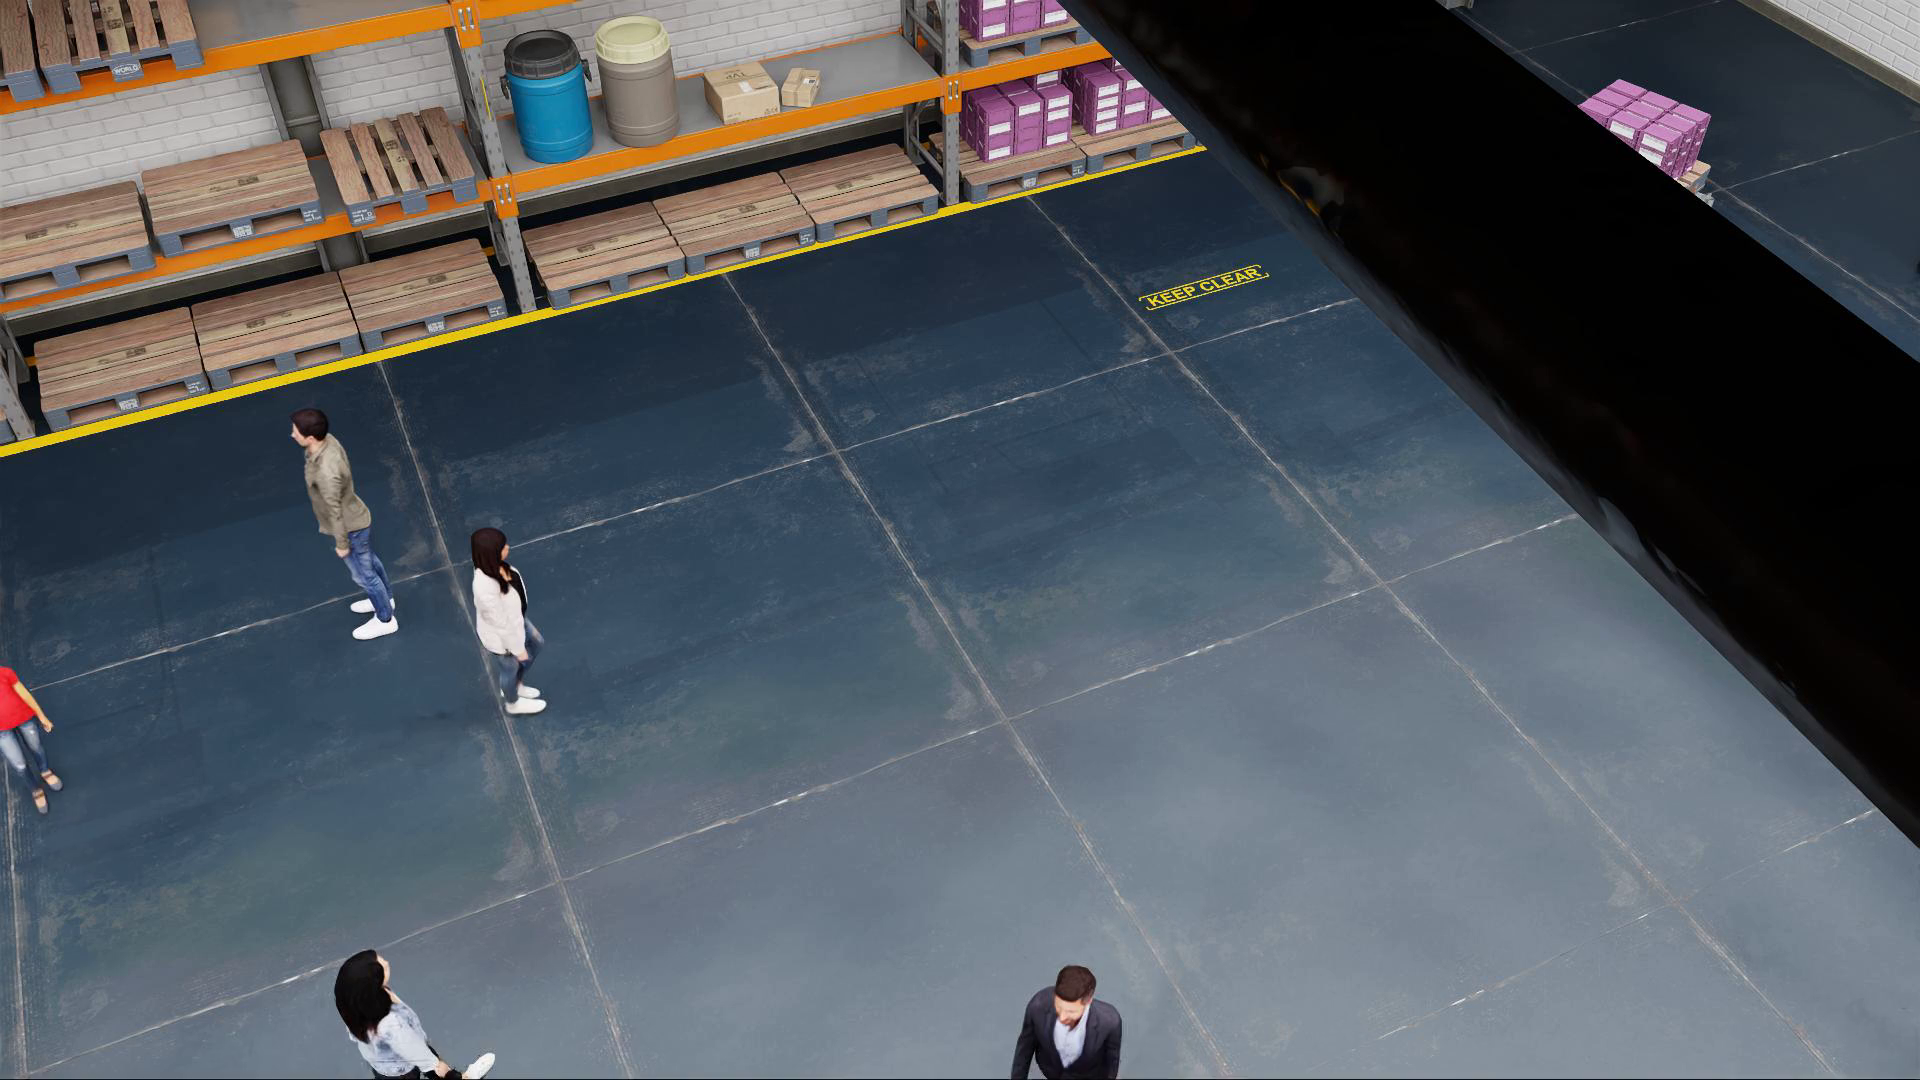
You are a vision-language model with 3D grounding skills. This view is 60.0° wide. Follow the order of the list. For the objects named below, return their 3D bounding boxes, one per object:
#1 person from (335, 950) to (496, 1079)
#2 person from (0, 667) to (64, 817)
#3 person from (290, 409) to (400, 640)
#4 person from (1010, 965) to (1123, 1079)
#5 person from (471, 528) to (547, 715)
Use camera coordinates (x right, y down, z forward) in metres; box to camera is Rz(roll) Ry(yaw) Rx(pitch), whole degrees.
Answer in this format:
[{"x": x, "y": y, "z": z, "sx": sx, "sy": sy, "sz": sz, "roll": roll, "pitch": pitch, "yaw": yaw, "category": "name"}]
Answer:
[{"x": -2.863, "y": 2.634, "z": 8.226, "sx": 0.887, "sy": 1.674, "sz": 1.093, "roll": 30, "pitch": 51, "yaw": 27, "category": "person"}, {"x": -5.804, "y": 1.070, "z": 10.138, "sx": 0.635, "sy": 1.301, "sz": 0.588, "roll": 34, "pitch": 53, "yaw": 31, "category": "person"}, {"x": -4.038, "y": -0.119, "z": 10.978, "sx": 0.589, "sy": 1.864, "sz": 0.706, "roll": -14, "pitch": 45, "yaw": -14, "category": "person"}, {"x": 0.568, "y": 2.564, "z": 8.203, "sx": 1.246, "sy": 1.808, "sz": 1.336, "roll": 16, "pitch": 46, "yaw": 16, "category": "person"}, {"x": -2.947, "y": 0.549, "z": 10.450, "sx": 0.680, "sy": 1.625, "sz": 0.692, "roll": -6, "pitch": 44, "yaw": -7, "category": "person"}]
